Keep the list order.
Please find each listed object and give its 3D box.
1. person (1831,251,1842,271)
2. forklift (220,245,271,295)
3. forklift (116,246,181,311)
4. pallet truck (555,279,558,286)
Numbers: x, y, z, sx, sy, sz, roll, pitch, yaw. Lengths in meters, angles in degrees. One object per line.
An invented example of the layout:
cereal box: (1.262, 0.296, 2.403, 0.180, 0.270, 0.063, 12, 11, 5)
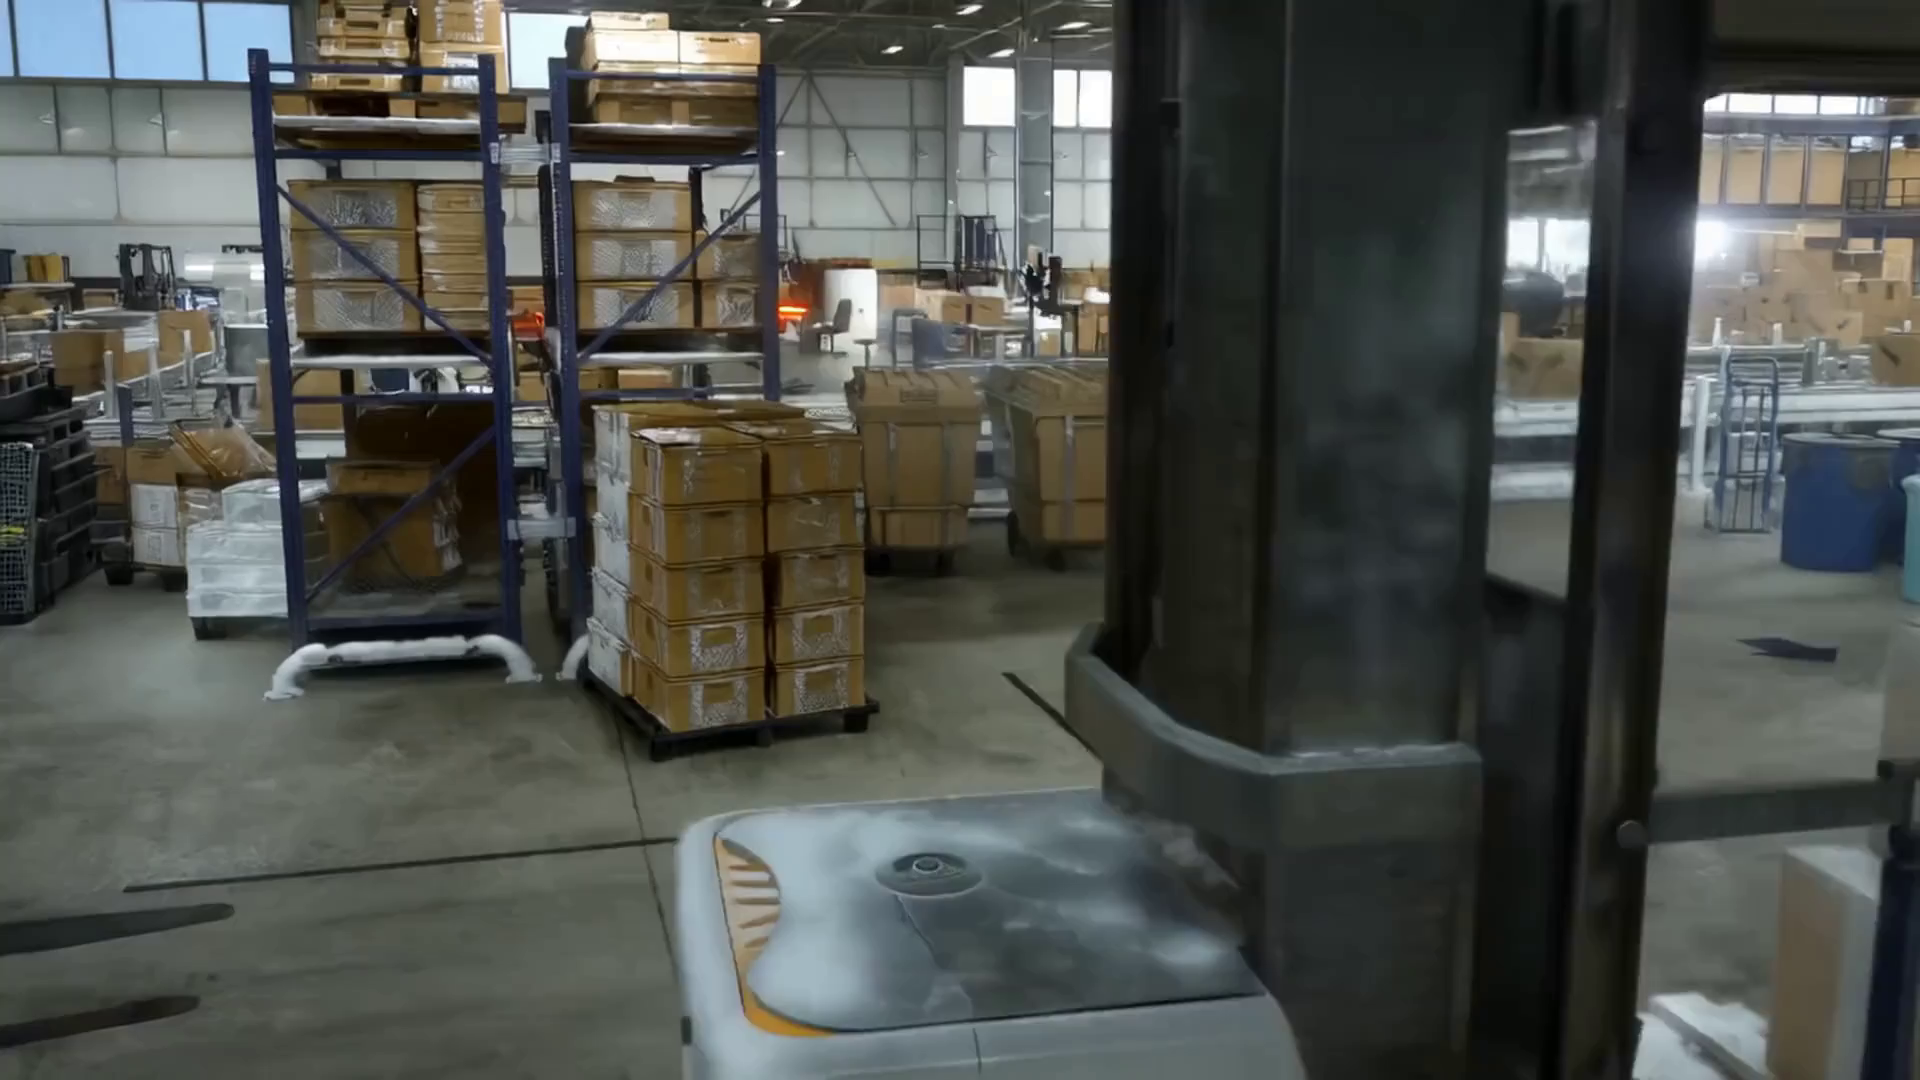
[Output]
person: (22.982, -6.648, 43.975, 0.672, 2.000, 0.536, 10, 14, 44)
forklift: (-17.749, -6.334, 41.440, 1.157, 1.987, 2.680, -3, 10, -17)
forklift: (-19.966, -6.232, 40.894, 1.157, 1.987, 2.680, -3, 10, -15)
pallet truck: (-10.604, -6.375, 44.520, 0.653, 1.274, 1.630, -3, 10, -15)
